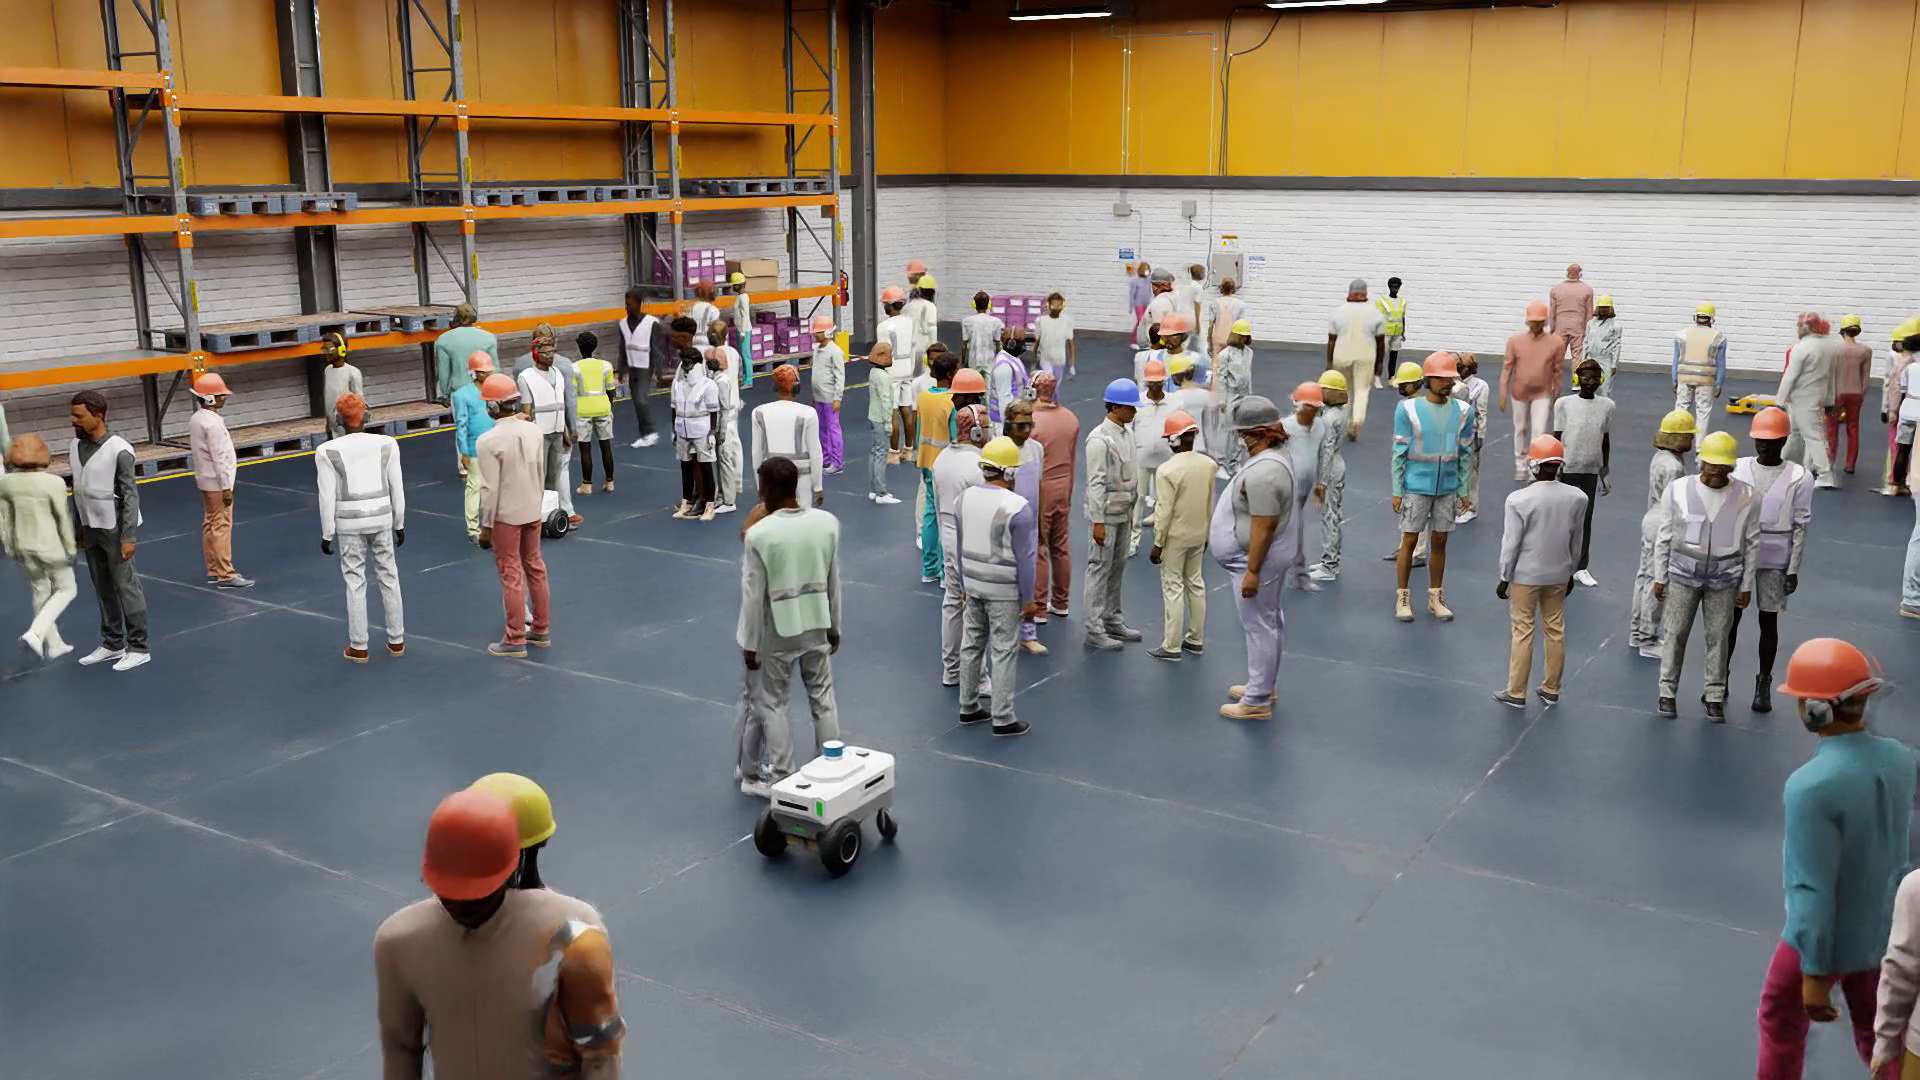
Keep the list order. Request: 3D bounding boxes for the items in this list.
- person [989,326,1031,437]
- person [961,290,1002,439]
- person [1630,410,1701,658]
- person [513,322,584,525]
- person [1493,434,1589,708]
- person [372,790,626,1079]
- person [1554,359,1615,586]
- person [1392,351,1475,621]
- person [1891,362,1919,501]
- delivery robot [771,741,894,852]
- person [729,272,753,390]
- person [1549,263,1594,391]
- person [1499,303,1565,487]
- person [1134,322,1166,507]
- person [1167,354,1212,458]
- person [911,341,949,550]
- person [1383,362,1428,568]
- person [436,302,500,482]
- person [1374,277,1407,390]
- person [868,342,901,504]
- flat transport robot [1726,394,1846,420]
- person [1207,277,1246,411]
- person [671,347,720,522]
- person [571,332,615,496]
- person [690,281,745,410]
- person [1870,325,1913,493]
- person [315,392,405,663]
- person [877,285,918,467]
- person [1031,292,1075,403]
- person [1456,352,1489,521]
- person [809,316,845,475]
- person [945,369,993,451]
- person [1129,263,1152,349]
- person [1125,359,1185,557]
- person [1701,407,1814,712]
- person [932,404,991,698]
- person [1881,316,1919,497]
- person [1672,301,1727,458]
[{"bbox_3d":[0.504,-1.194,16.444,0.429,1.836,0.626,2,13,9],"label":"person"},{"bbox_3d":[0.266,-2.122,20.420,0.502,1.861,0.326,0,13,-1],"label":"person"},{"bbox_3d":[4.952,-0.048,11.666,0.312,1.744,0.487,2,13,10],"label":"person"},{"bbox_3d":[-3.894,-1.084,15.729,0.627,1.940,0.376,4,14,17],"label":"person"},{"bbox_3d":[3.673,0.199,10.573,0.562,1.752,0.324,-3,13,-13],"label":"person"},{"bbox_3d":[-1.191,1.534,4.379,0.649,1.942,0.611,0,13,1],"label":"person"},{"bbox_3d":[5.052,-0.547,13.554,0.509,1.872,0.328,0,13,-1],"label":"person"},{"bbox_3d":[3.551,-0.398,12.520,0.607,2.048,0.368,-1,13,-5],"label":"person"},{"bbox_3d":[9.799,-1.239,16.956,0.319,1.691,0.540,-6,14,-25],"label":"person"},{"bbox_3d":[-0.637,1.257,8.405,0.477,0.478,0.707,8,15,30],"label":"delivery robot"},{"bbox_3d":[-3.298,-3.144,25.061,0.320,1.762,0.522,-3,13,-14],"label":"person"},{"bbox_3d":[9.135,-3.177,24.881,0.643,1.909,0.410,7,15,27],"label":"person"},{"bbox_3d":[6.057,-1.534,17.680,0.631,1.946,0.935,5,14,20],"label":"person"},{"bbox_3d":[1.943,-1.252,16.656,0.340,1.855,0.525,-11,17,-41],"label":"person"},{"bbox_3d":[2.003,-0.788,14.870,0.542,1.741,0.383,-9,16,-35],"label":"person"},{"bbox_3d":[-0.200,-0.835,14.813,0.535,1.865,0.314,-10,16,-36],"label":"person"},{"bbox_3d":[3.843,-0.647,14.243,0.342,1.756,0.532,-3,13,-15],"label":"person"},{"bbox_3d":[-5.276,-1.589,17.921,0.635,1.937,0.353,-4,14,-16],"label":"person"},{"bbox_3d":[6.492,-3.117,25.088,0.531,1.692,0.320,-4,14,-17],"label":"person"},{"bbox_3d":[-0.785,-1.189,16.855,0.280,1.634,0.498,-4,14,-17],"label":"person"},{"bbox_3d":[11.239,-1.809,22.532,1.431,0.197,0.652,11,17,40],"label":"flat transport robot"},{"bbox_3d":[3.667,-2.690,22.903,0.516,1.843,0.332,3,13,15],"label":"person"},{"bbox_3d":[-2.553,-1.016,15.974,0.532,1.693,0.319,6,14,24],"label":"person"},{"bbox_3d":[-3.820,-1.303,17.208,0.536,1.696,0.321,-9,16,-34],"label":"person"},{"bbox_3d":[-3.336,-2.548,22.319,1.001,1.828,0.603,-10,16,-37],"label":"person"},{"bbox_3d":[9.767,-1.359,17.327,0.338,1.761,0.525,10,17,38],"label":"person"},{"bbox_3d":[-4.132,-0.086,11.518,0.573,1.887,0.355,-9,16,-33],"label":"person"},{"bbox_3d":[-0.745,-1.853,18.837,0.372,2.044,0.607,10,16,37],"label":"person"},{"bbox_3d":[1.177,-2.209,20.918,0.533,1.806,1.005,-2,13,-7],"label":"person"},{"bbox_3d":[4.857,-1.004,16.065,0.314,1.629,0.509,-11,17,-39],"label":"person"},{"bbox_3d":[-1.495,-1.604,18.397,0.337,1.747,0.576,-8,15,-32],"label":"person"},{"bbox_3d":[0.065,-0.306,12.359,0.356,1.936,0.551,-1,13,-6],"label":"person"},{"bbox_3d":[3.349,-4.200,30.010,0.510,1.583,0.884,-9,16,-33],"label":"person"},{"bbox_3d":[1.686,-0.710,14.514,0.573,1.749,0.343,0,13,-2],"label":"person"},{"bbox_3d":[5.037,0.119,10.513,0.545,1.939,0.354,9,16,33],"label":"person"},{"bbox_3d":[0.086,0.070,10.799,0.409,1.908,0.639,-7,15,-29],"label":"person"},{"bbox_3d":[9.933,-1.408,17.297,0.832,1.881,0.597,-12,17,-41],"label":"person"},{"bbox_3d":[8.590,-1.860,19.363,0.586,1.824,0.404,9,16,35],"label":"person"}]
